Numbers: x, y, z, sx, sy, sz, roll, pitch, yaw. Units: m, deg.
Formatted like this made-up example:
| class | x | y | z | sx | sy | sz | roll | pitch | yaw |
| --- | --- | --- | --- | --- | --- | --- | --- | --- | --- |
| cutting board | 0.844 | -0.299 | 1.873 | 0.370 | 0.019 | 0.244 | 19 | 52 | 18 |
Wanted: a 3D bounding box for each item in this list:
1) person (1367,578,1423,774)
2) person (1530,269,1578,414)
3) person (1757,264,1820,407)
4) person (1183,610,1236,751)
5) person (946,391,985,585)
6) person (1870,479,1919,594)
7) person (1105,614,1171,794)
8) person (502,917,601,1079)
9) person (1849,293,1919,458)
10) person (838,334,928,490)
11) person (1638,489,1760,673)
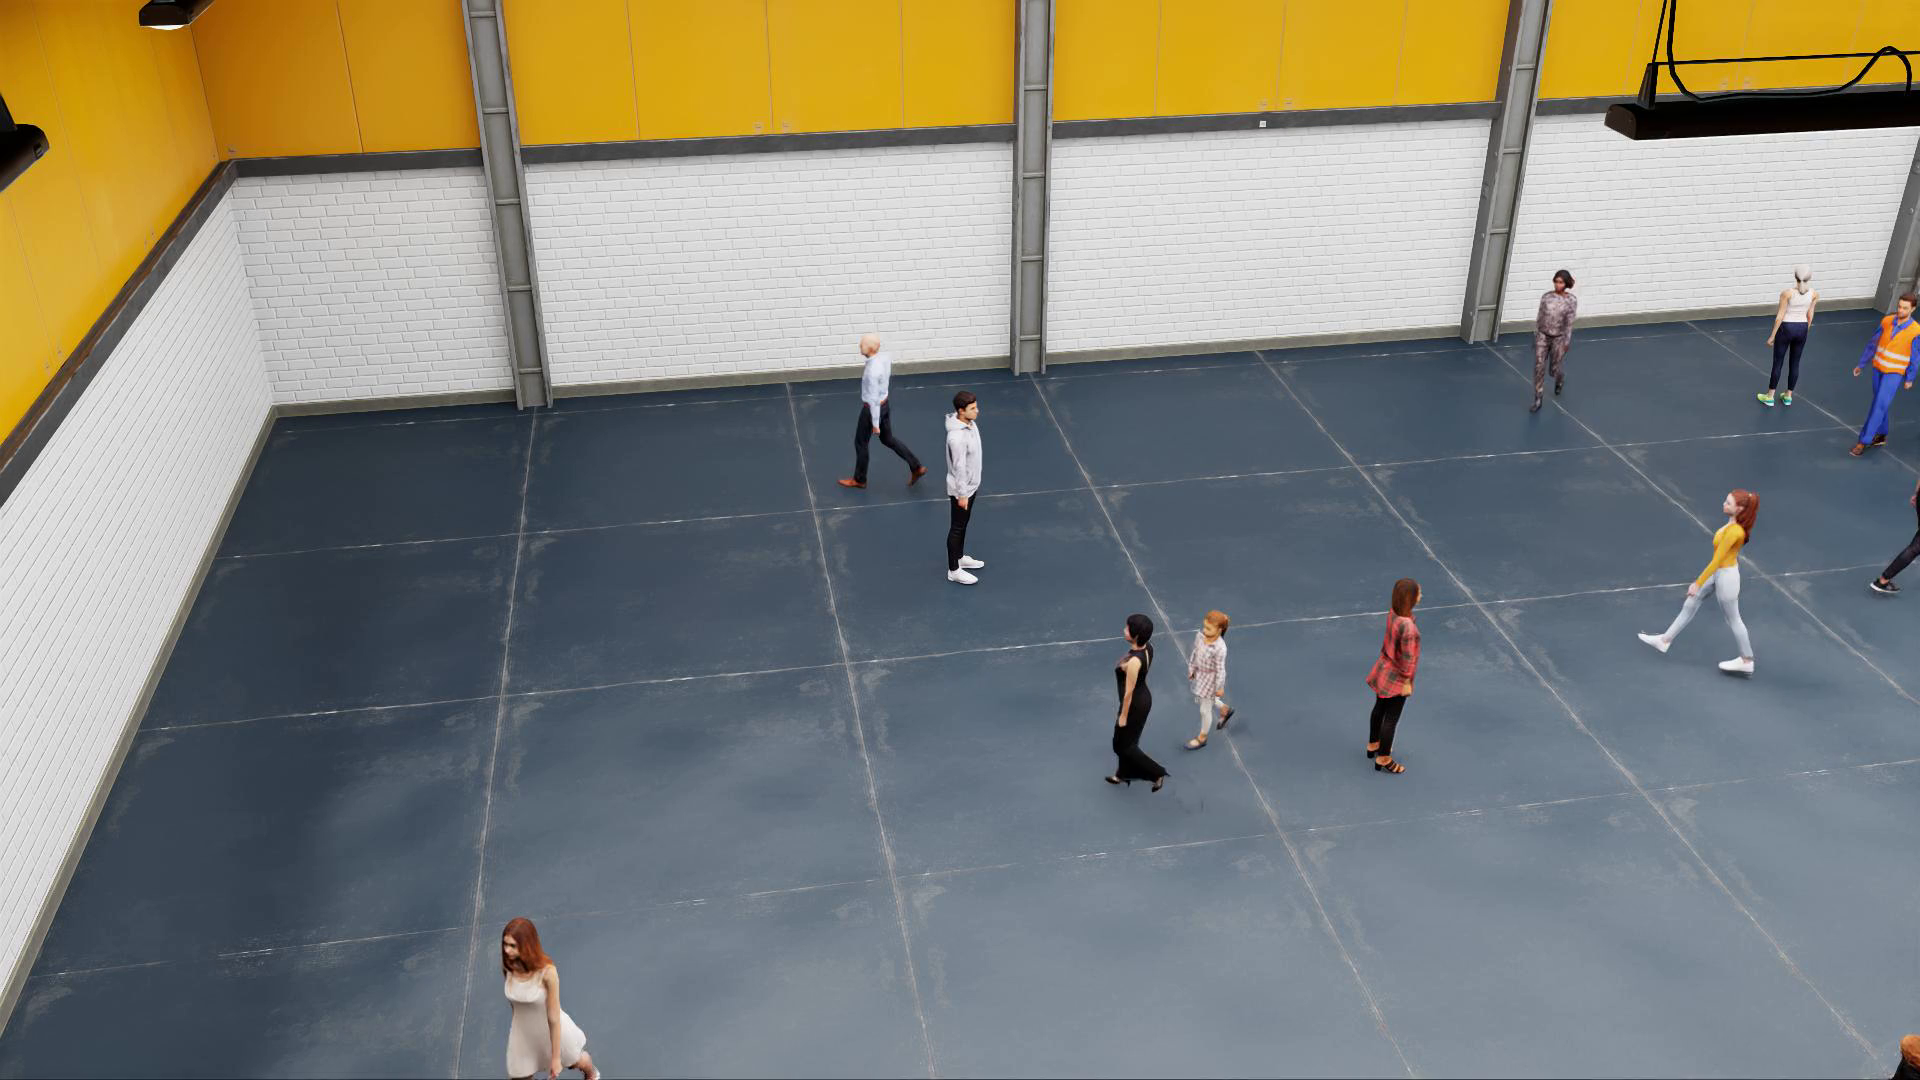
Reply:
| class | x | y | z | sx | sy | sz | roll | pitch | yaw |
| --- | --- | --- | --- | --- | --- | --- | --- | --- | --- |
| person | 3.434 | 1.052 | 13.149 | 0.581 | 1.703 | 0.628 | -2 | 29 | -3 |
| person | 6.916 | -2.335 | 19.360 | 0.887 | 1.700 | 0.966 | 21 | 35 | 33 |
| person | 9.733 | -2.398 | 19.472 | 0.537 | 1.704 | 0.702 | 1 | 29 | 1 |
| person | 2.062 | 1.098 | 13.483 | 0.807 | 1.301 | 0.637 | -11 | 30 | -19 |
| person | 0.021 | -0.530 | 15.811 | 0.721 | 1.929 | 0.762 | 6 | 29 | 10 |
| person | 9.019 | -0.282 | 15.474 | 1.190 | 1.818 | 0.739 | -3 | 29 | -6 |
| person | 1.407 | 1.302 | 12.806 | 0.886 | 1.591 | 0.789 | 10 | 30 | 18 |
| person | -2.415 | 2.872 | 9.846 | 1.158 | 1.670 | 1.010 | 10 | 30 | 17 |
| person | 10.283 | -1.851 | 18.334 | 1.105 | 1.834 | 0.906 | -14 | 31 | -23 |
| person | -0.794 | -1.315 | 17.427 | 1.276 | 1.761 | 0.998 | 8 | 30 | 14 |
| person | 6.673 | 0.400 | 14.354 | 1.259 | 1.694 | 1.055 | 12 | 31 | 21 |
